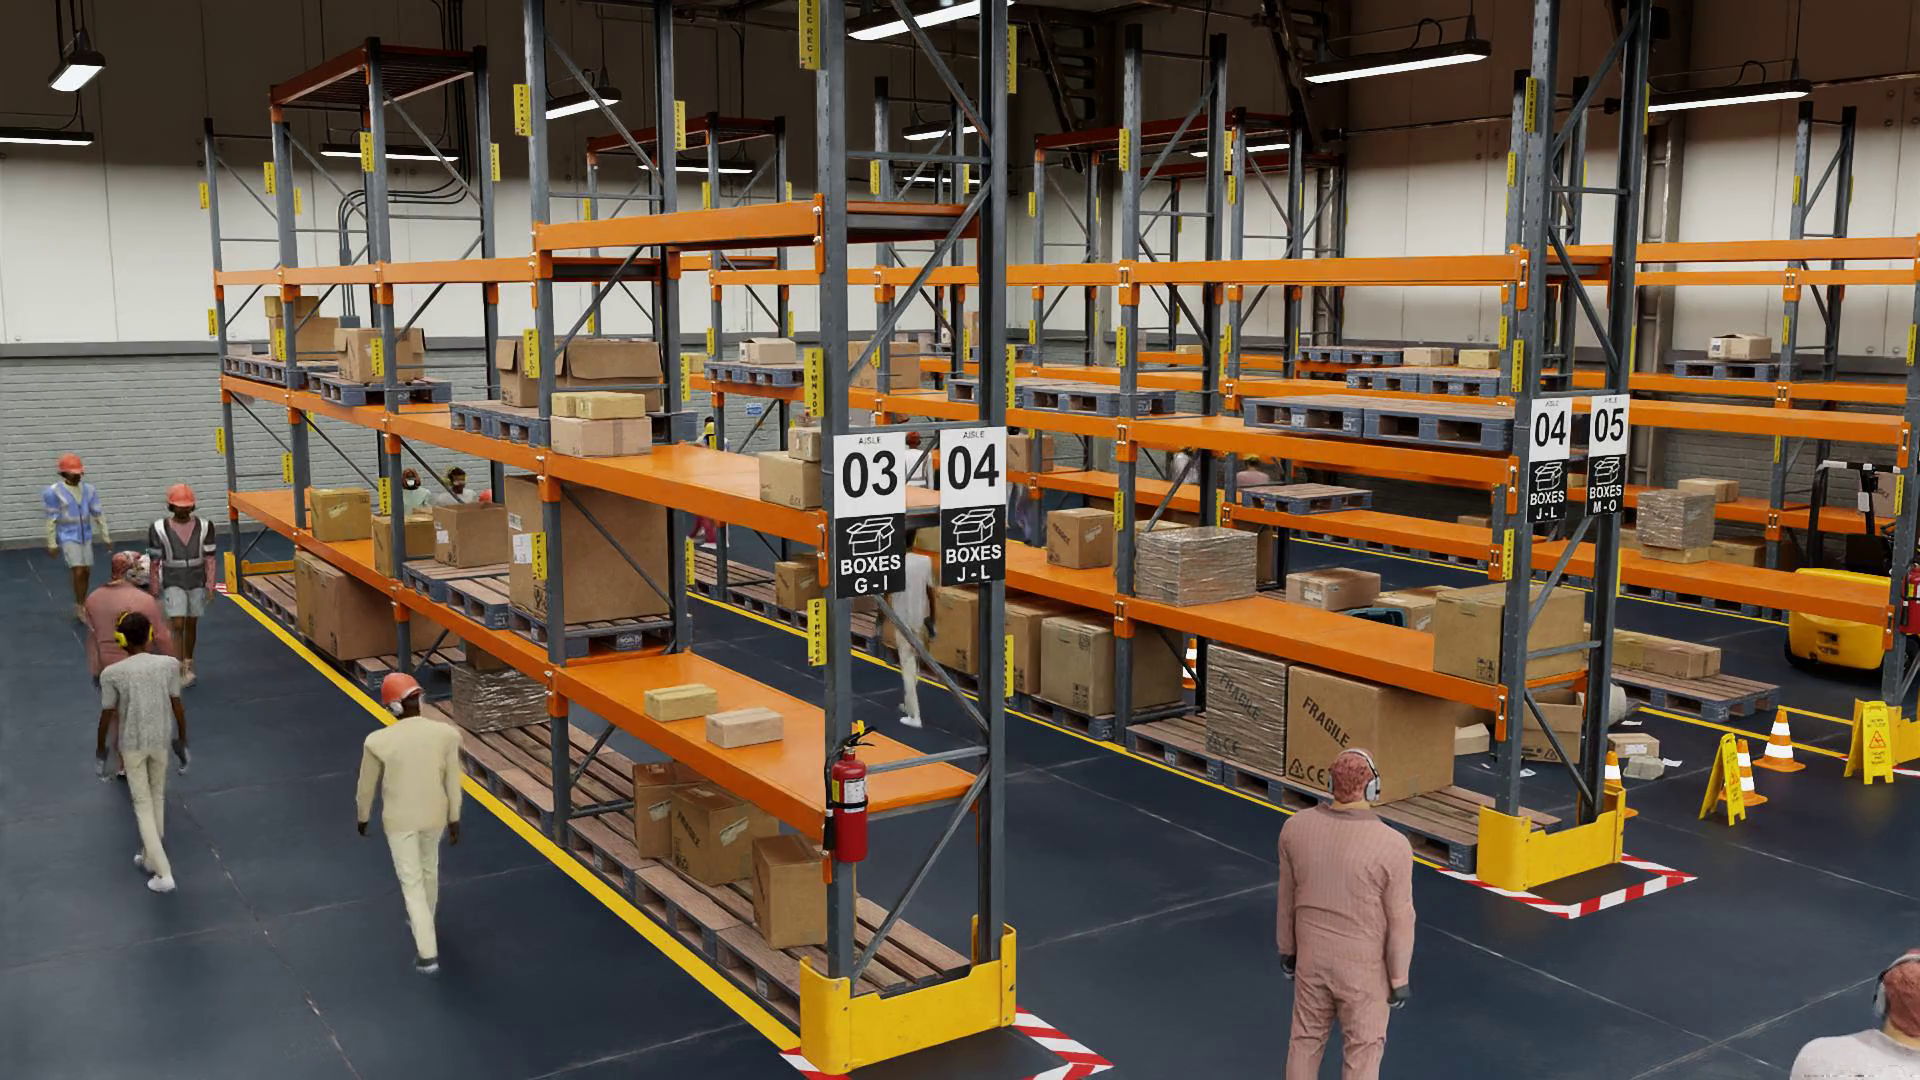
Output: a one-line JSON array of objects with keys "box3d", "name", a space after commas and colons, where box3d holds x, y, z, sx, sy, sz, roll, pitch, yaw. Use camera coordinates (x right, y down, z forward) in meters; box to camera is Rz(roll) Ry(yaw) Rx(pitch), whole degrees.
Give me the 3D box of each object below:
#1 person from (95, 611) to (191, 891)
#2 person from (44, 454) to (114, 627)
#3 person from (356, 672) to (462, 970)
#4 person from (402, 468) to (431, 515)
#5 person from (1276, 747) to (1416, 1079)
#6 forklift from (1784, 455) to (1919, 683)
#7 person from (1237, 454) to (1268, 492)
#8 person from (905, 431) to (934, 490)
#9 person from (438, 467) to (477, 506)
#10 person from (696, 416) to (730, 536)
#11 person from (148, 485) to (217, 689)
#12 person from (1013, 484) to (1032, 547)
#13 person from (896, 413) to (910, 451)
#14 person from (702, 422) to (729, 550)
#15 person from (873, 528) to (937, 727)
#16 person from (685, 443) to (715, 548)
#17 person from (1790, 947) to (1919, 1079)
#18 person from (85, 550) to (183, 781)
[{"box3d": [-5.390, 1.371, 10.935, 0.807, 1.835, 0.550, 8, 11, 42], "name": "person"}, {"box3d": [-10.264, -0.002, 19.455, 0.665, 2.009, 0.655, 4, 10, 27], "name": "person"}, {"box3d": [-3.208, 1.617, 9.746, 0.552, 1.694, 0.863, -7, 11, -41], "name": "person"}, {"box3d": [-7.084, -0.123, 21.531, 0.507, 1.633, 0.278, -4, 9, -25], "name": "person"}, {"box3d": [1.723, 1.866, 7.454, 0.663, 1.896, 0.401, 8, 12, 44], "name": "person"}, {"box3d": [9.643, 0.253, 17.172, 2.313, 2.155, 1.214, -6, 10, -33], "name": "forklift"}, {"box3d": [4.047, -0.418, 23.190, 0.524, 1.726, 0.910, -3, 9, -18], "name": "person"}, {"box3d": [-0.675, -0.661, 24.281, 0.583, 1.882, 0.337, -1, 9, -9], "name": "person"}, {"box3d": [-5.964, 0.027, 19.862, 0.546, 1.836, 0.496, -7, 11, -40], "name": "person"}, {"box3d": [-3.944, -1.013, 26.510, 0.587, 1.920, 0.390, 3, 9, 19], "name": "person"}, {"box3d": [-7.621, 0.461, 16.412, 0.600, 1.998, 0.943, -7, 11, -38], "name": "person"}, {"box3d": [0.995, -0.691, 24.912, 0.428, 1.750, 0.542, -1, 9, -4], "name": "person"}, {"box3d": [-1.089, -1.660, 31.770, 0.289, 1.632, 0.498, 5, 10, 28], "name": "person"}, {"box3d": [-3.707, -0.820, 25.194, 0.375, 1.925, 0.595, -4, 9, -25], "name": "person"}, {"box3d": [-0.534, 0.746, 15.087, 0.511, 1.840, 0.792, -5, 10, -32], "name": "person"}, {"box3d": [-4.044, -0.684, 25.383, 0.797, 1.597, 0.500, 4, 9, 24], "name": "person"}, {"box3d": [2.878, 2.207, 5.146, 0.647, 1.897, 0.598, 4, 10, 28], "name": "person"}, {"box3d": [-6.515, 1.012, 13.144, 0.650, 1.886, 0.476, 4, 9, 25], "name": "person"}]
